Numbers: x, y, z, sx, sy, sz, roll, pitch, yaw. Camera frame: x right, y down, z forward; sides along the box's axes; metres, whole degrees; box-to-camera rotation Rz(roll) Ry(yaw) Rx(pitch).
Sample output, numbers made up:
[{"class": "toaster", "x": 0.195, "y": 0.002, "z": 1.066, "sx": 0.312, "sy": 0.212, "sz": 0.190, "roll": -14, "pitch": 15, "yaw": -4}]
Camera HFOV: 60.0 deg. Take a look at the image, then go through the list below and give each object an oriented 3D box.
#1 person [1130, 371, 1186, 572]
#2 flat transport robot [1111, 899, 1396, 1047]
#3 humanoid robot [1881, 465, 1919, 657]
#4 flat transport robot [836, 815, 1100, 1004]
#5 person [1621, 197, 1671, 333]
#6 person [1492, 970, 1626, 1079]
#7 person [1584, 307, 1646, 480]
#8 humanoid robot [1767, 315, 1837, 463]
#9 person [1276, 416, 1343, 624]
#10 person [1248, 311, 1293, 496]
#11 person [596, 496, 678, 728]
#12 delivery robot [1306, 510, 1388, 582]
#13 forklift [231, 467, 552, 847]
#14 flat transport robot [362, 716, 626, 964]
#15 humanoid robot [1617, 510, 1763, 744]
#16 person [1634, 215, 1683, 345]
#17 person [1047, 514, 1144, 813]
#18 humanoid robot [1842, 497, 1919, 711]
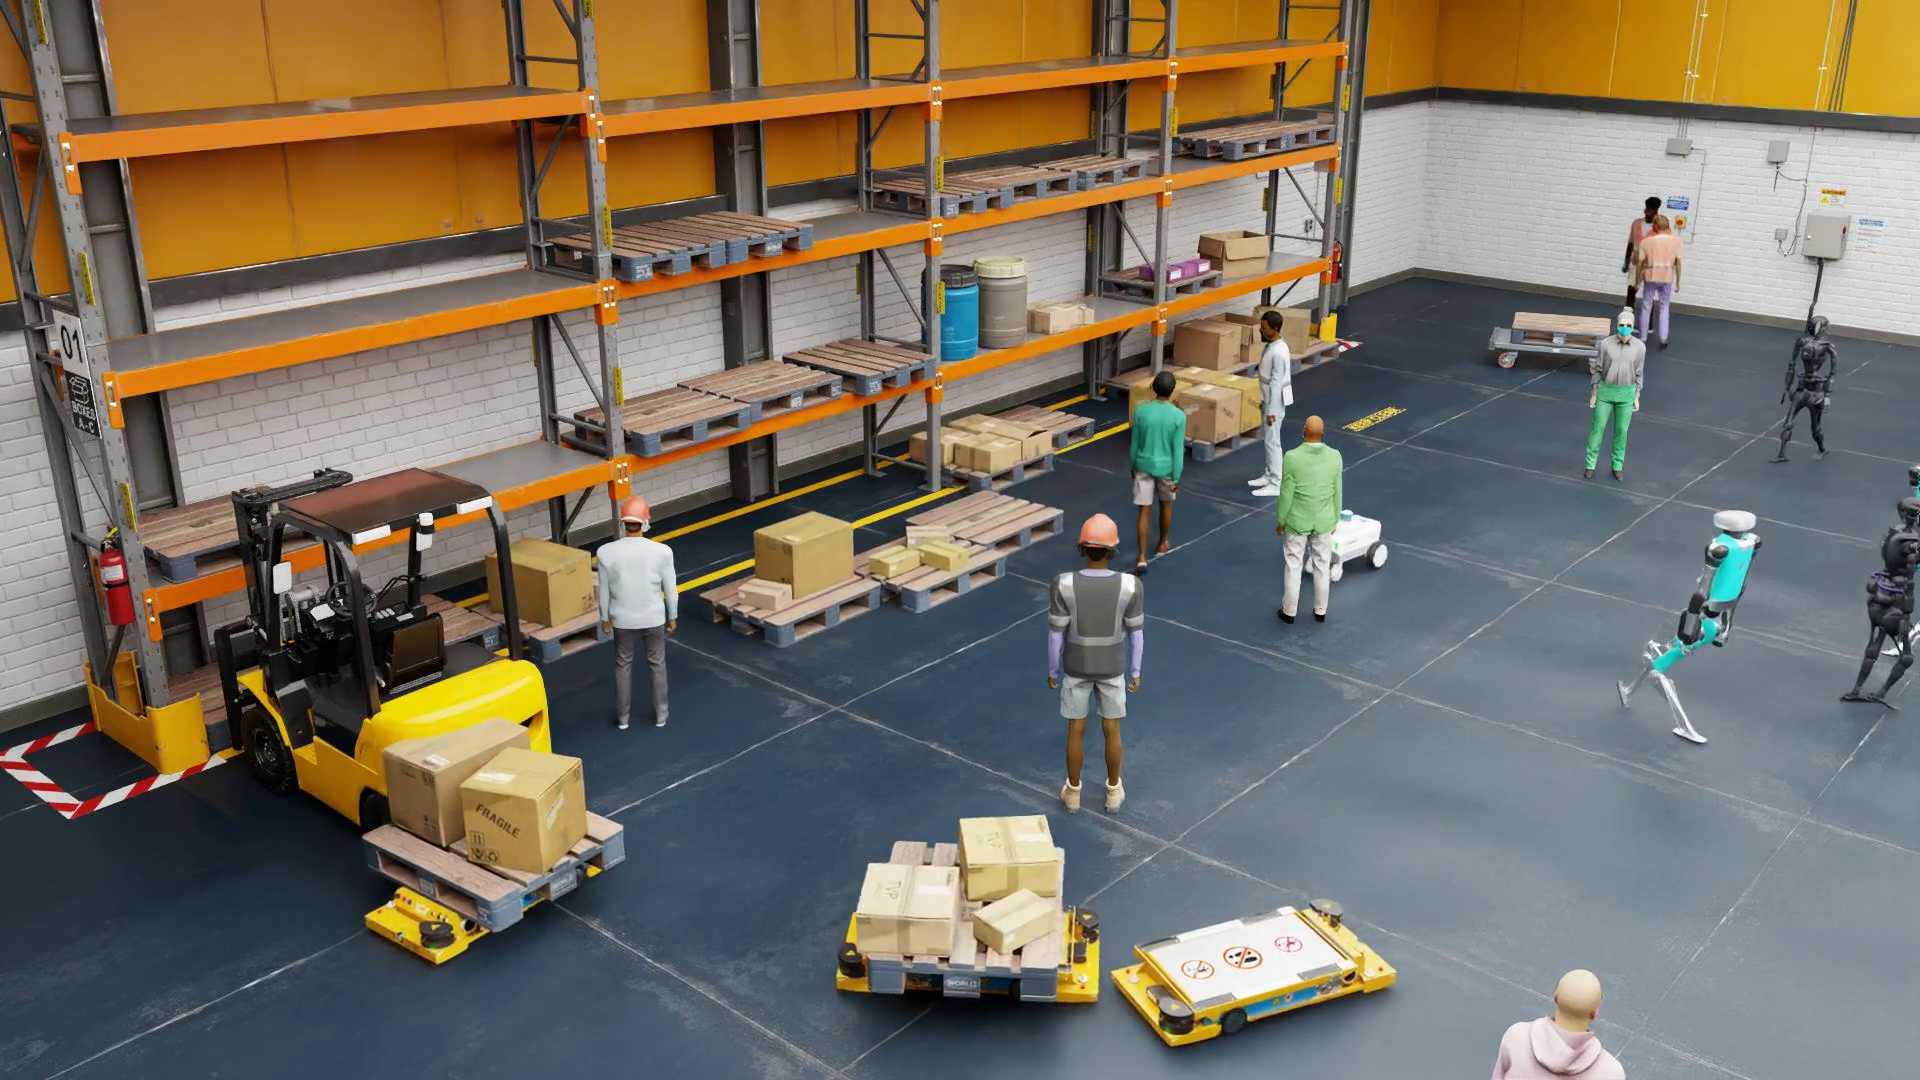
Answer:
[{"class": "person", "x": 1.771, "y": -0.630, "z": 15.030, "sx": 0.500, "sy": 1.813, "sz": 0.919, "roll": 4, "pitch": 21, "yaw": 11}, {"class": "flat transport robot", "x": 1.615, "y": 2.365, "z": 9.144, "sx": 1.431, "sy": 0.231, "sz": 0.659, "roll": -9, "pitch": 22, "yaw": -22}, {"class": "humanoid robot", "x": 7.922, "y": 0.111, "z": 13.193, "sx": 1.008, "sy": 1.769, "sz": 0.551, "roll": -5, "pitch": 21, "yaw": -12}, {"class": "flat transport robot", "x": 0.063, "y": 2.295, "z": 9.332, "sx": 1.431, "sy": 0.231, "sz": 0.659, "roll": 2, "pitch": 20, "yaw": 5}, {"class": "person", "x": 9.799, "y": -3.957, "z": 23.844, "sx": 0.416, "sy": 1.948, "sz": 0.668, "roll": -12, "pitch": 24, "yaw": -30}, {"class": "person", "x": 2.332, "y": 2.497, "z": 6.612, "sx": 0.537, "sy": 1.775, "sz": 0.409, "roll": 13, "pitch": 24, "yaw": 31}, {"class": "person", "x": 6.877, "y": -1.535, "z": 17.445, "sx": 0.511, "sy": 1.839, "sz": 0.341, "roll": 5, "pitch": 21, "yaw": 13}, {"class": "humanoid robot", "x": 9.228, "y": -1.619, "z": 18.003, "sx": 0.770, "sy": 1.648, "sz": 0.608, "roll": -10, "pitch": 22, "yaw": -24}, {"class": "person", "x": 2.887, "y": -0.162, "z": 13.804, "sx": 0.544, "sy": 1.782, "sz": 0.384, "roll": -1, "pitch": 20, "yaw": -4}, {"class": "person", "x": 3.198, "y": -1.400, "z": 16.983, "sx": 0.382, "sy": 1.909, "sz": 0.588, "roll": 1, "pitch": 20, "yaw": 3}, {"class": "person", "x": -2.316, "y": 0.524, "z": 12.009, "sx": 0.572, "sy": 1.737, "sz": 0.351, "roll": -3, "pitch": 20, "yaw": -7}, {"class": "delivery robot", "x": 3.501, "y": 0.030, "z": 15.082, "sx": 0.801, "sy": 0.612, "sz": 0.499, "roll": -17, "pitch": 26, "yaw": -39}, {"class": "forklift", "x": -3.730, "y": 0.710, "z": 10.856, "sx": 2.313, "sy": 2.155, "sz": 1.214, "roll": 17, "pitch": 26, "yaw": 38}, {"class": "flat transport robot", "x": -2.783, "y": 2.042, "z": 10.018, "sx": 0.659, "sy": 0.231, "sz": 1.431, "roll": 14, "pitch": 24, "yaw": 33}, {"class": "humanoid robot", "x": 5.125, "y": 0.549, "z": 11.965, "sx": 0.556, "sy": 1.777, "sz": 0.961, "roll": -13, "pitch": 24, "yaw": -31}, {"class": "person", "x": 9.623, "y": -3.568, "z": 22.961, "sx": 0.595, "sy": 1.826, "sz": 0.491, "roll": 4, "pitch": 21, "yaw": 11}, {"class": "person", "x": 0.872, "y": 0.809, "z": 10.804, "sx": 0.614, "sy": 2.040, "sz": 0.379, "roll": 0, "pitch": 20, "yaw": 1}, {"class": "humanoid robot", "x": 6.891, "y": 0.461, "z": 12.273, "sx": 0.451, "sy": 1.650, "sz": 0.590, "roll": 4, "pitch": 21, "yaw": 11}]
